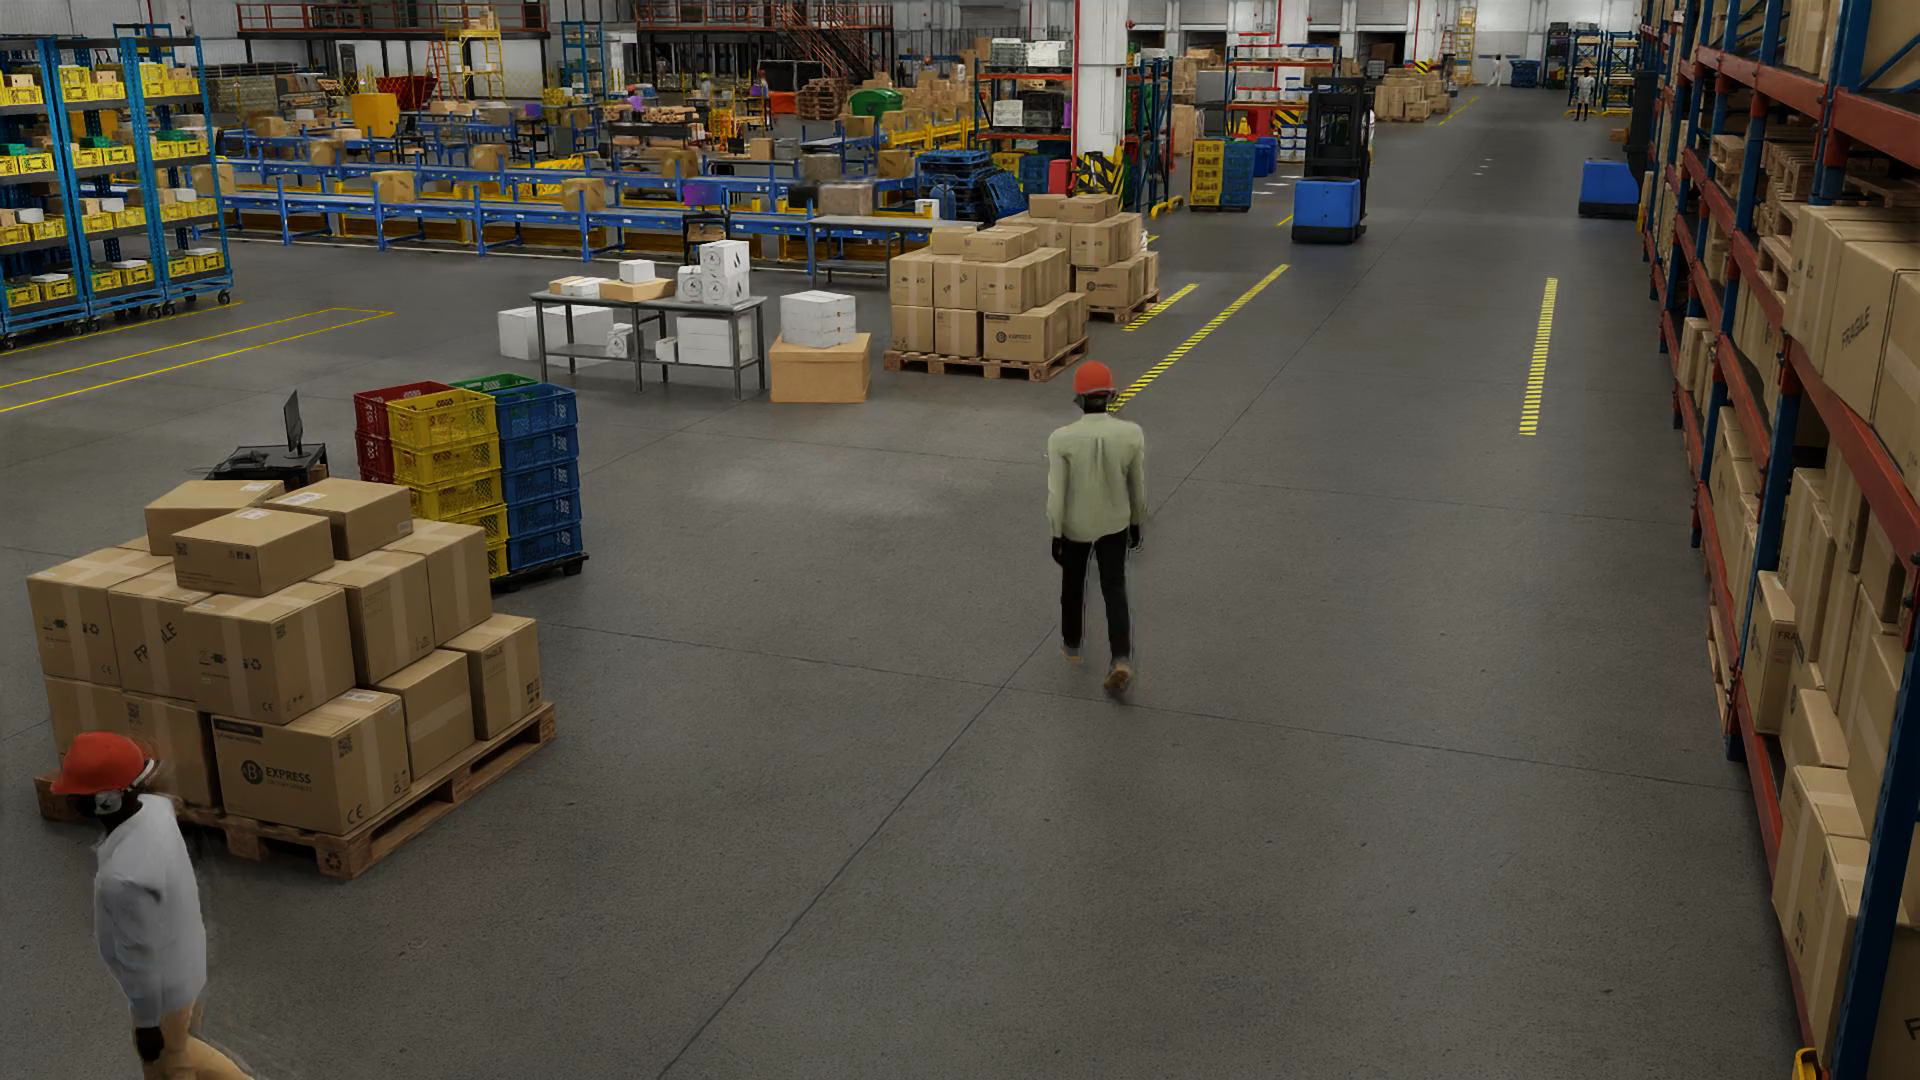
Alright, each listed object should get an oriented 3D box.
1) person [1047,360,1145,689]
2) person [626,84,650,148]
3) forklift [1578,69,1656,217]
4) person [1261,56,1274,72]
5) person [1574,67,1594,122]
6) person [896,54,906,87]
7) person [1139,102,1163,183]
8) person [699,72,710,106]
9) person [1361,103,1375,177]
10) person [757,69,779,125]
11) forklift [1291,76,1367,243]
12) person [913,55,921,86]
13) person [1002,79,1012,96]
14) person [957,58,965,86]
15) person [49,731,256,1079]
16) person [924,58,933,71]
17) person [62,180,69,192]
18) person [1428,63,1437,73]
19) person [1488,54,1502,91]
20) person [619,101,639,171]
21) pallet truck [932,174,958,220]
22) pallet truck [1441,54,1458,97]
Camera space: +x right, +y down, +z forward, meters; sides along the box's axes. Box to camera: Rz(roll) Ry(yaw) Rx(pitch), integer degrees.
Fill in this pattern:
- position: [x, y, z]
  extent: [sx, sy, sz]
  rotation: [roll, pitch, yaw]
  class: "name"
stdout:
- position: [0.826, -0.093, 9.952]
  extent: [0.620, 1.967, 0.962]
  rotation: [-2, 18, -8]
  class: "person"
- position: [-9.297, -12.116, 47.820]
  extent: [0.538, 1.905, 0.861]
  rotation: [-16, 24, -42]
  class: "person"
- position: [13.219, -7.740, 32.475]
  extent: [1.873, 2.768, 1.129]
  rotation: [6, 19, 18]
  class: "forklift"
- position: [13.634, -20.425, 73.697]
  extent: [0.683, 2.000, 0.661]
  rotation: [-14, 22, -37]
  class: "person"
- position: [22.962, -16.400, 61.169]
  extent: [0.602, 1.966, 0.368]
  rotation: [11, 21, 31]
  class: "person"
- position: [-2.932, -23.192, 82.712]
  extent: [0.514, 1.839, 0.327]
  rotation: [-4, 18, -12]
  class: "person"
- position: [4.500, -9.428, 39.173]
  extent: [0.666, 2.019, 0.620]
  rotation: [8, 19, 24]
  class: "person"
- position: [-9.081, -15.737, 59.321]
  extent: [0.428, 1.818, 0.621]
  rotation: [3, 18, 9]
  class: "person"
- position: [9.902, -9.841, 40.606]
  extent: [0.358, 1.938, 0.548]
  rotation: [0, 18, 0]
  class: "person"
- position: [-6.838, -15.526, 58.436]
  extent: [0.791, 1.960, 0.637]
  rotation: [-2, 18, -7]
  class: "person"
- position: [6.598, -6.755, 29.381]
  extent: [1.129, 2.768, 1.873]
  rotation: [6, 19, 19]
  class: "forklift"
- position: [-2.106, -22.875, 81.668]
  extent: [0.609, 1.870, 0.463]
  rotation: [2, 18, 7]
  class: "person"
- position: [1.869, -16.948, 63.272]
  extent: [0.494, 1.726, 0.639]
  rotation: [14, 22, 38]
  class: "person"
- position: [0.172, -21.032, 75.893]
  extent: [0.803, 1.856, 0.613]
  rotation: [-12, 21, -33]
  class: "person"
- position: [-2.640, 1.423, 5.523]
  extent: [0.478, 1.742, 0.594]
  rotation: [-5, 18, -15]
  class: "person"
- position: [-1.451, -20.911, 75.495]
  extent: [1.077, 1.864, 0.526]
  rotation: [-10, 20, -29]
  class: "person"
- position: [-14.362, -5.268, 26.460]
  extent: [0.820, 1.811, 0.610]
  rotation: [1, 18, 2]
  class: "person"
- position: [19.287, -18.576, 68.156]
  extent: [0.544, 1.868, 1.023]
  rotation: [-12, 21, -34]
  class: "person"
- position: [27.174, -23.683, 84.279]
  extent: [0.640, 1.827, 0.621]
  rotation: [-12, 21, -33]
  class: "person"
- position: [-7.730, -9.383, 39.260]
  extent: [0.789, 1.875, 0.666]
  rotation: [-3, 18, -9]
  class: "person"
- position: [-0.507, -5.292, 27.348]
  extent: [0.653, 1.274, 1.630]
  rotation: [6, 19, 19]
  class: "pallet truck"
- position: [22.765, -21.886, 78.355]
  extent: [0.823, 1.965, 1.885]
  rotation: [-4, 18, -14]
  class: "pallet truck"
